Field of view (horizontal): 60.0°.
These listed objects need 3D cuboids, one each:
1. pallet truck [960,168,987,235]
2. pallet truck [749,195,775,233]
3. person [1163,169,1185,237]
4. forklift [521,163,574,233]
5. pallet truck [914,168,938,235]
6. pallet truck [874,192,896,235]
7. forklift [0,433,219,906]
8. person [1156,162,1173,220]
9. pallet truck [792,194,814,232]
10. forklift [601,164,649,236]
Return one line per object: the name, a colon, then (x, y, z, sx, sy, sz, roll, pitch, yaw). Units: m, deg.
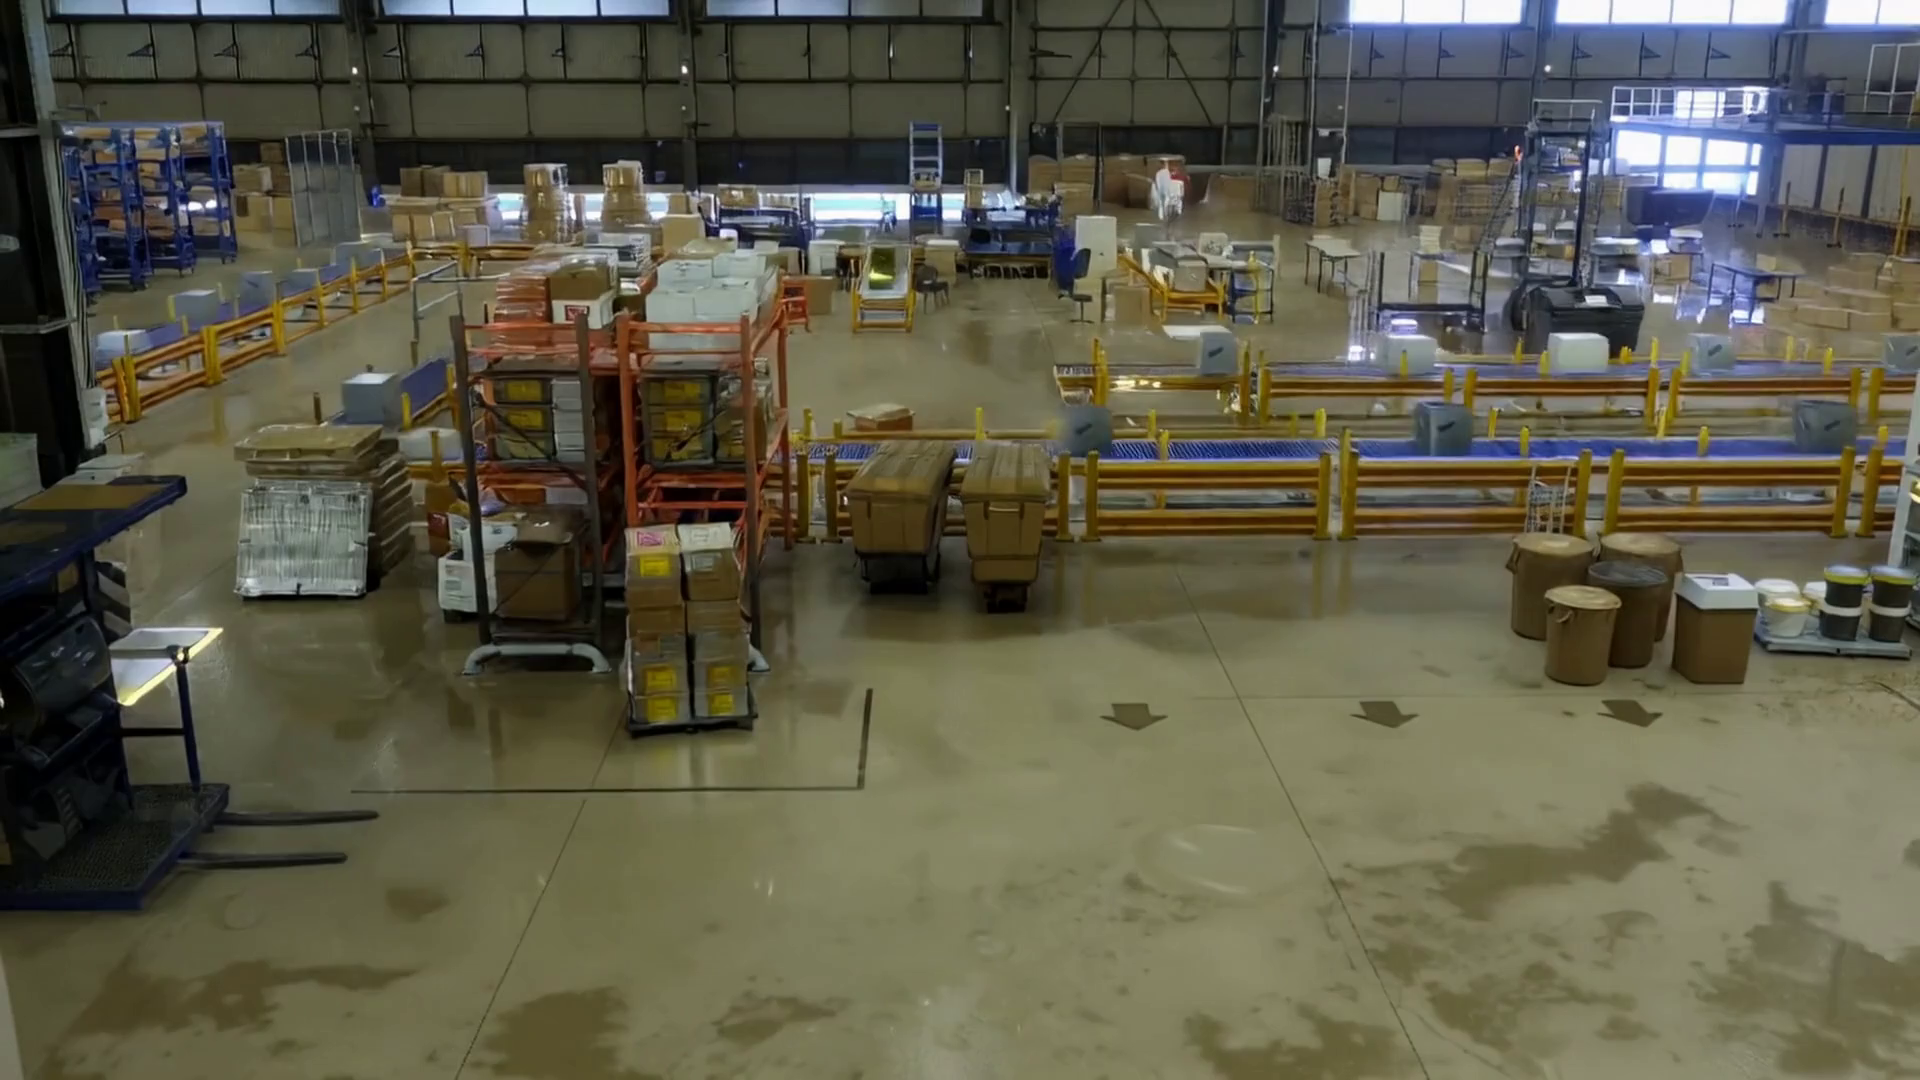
pallet truck: (0.383, -10.230, 50.206, 0.823, 1.965, 1.885, -1, 16, -3)
pallet truck: (-6.051, -9.967, 50.660, 0.680, 1.201, 1.601, 0, 16, -1)
person: (6.447, -10.090, 49.744, 0.611, 1.999, 1.053, -5, 17, -17)
forklift: (-12.233, -10.122, 49.298, 1.157, 1.987, 2.680, 0, 16, -1)
pallet truck: (-0.989, -10.316, 50.507, 0.823, 1.965, 1.885, 1, 16, 3)
pallet truck: (-2.277, -9.986, 50.594, 0.653, 1.274, 1.630, 0, 16, -1)
forklift: (-5.952, 0.780, 10.366, 1.873, 2.768, 1.129, 0, 16, -1)
person: (6.763, -11.486, 54.749, 0.639, 1.902, 0.407, 13, 21, 39)
pallet truck: (-4.814, -9.883, 50.259, 0.704, 1.261, 1.522, -1, 16, -3)
forklift: (-9.948, -10.127, 49.296, 1.157, 1.987, 2.680, -1, 16, -3)
